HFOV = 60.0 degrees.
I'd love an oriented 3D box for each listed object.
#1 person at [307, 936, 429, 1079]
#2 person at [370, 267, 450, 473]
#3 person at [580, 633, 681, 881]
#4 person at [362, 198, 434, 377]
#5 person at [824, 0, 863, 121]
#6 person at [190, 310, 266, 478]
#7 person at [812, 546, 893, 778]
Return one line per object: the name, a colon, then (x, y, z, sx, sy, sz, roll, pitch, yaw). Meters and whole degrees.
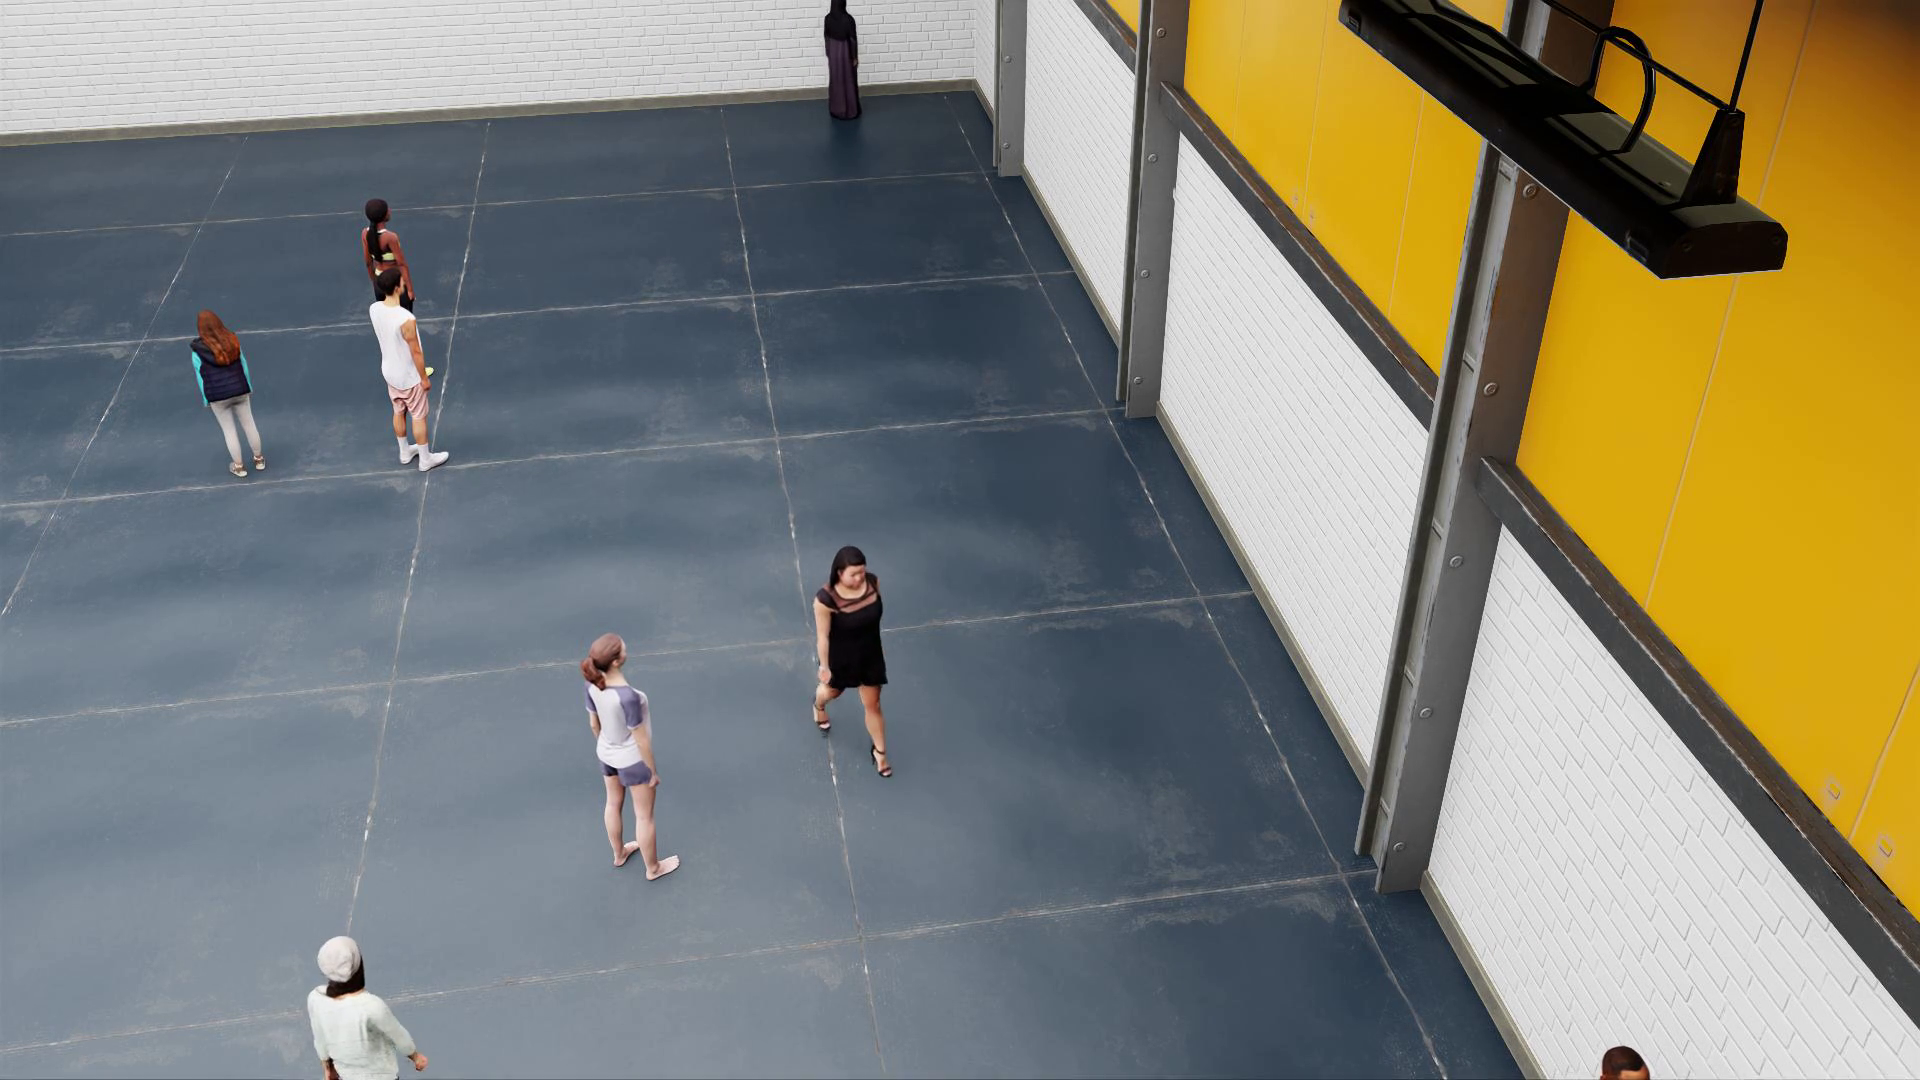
person: (-2.906, 2.615, 8.025, 0.771, 1.628, 0.867, 13, 36, 18)
person: (-4.680, -1.420, 13.956, 0.715, 1.782, 0.768, 20, 38, 27)
person: (-2.001, 1.286, 9.899, 0.683, 1.767, 0.738, 20, 38, 27)
person: (-5.238, -2.297, 15.302, 0.643, 1.753, 0.656, 11, 35, 16)
person: (-1.528, -6.231, 21.348, 0.700, 1.611, 0.738, 13, 36, 18)
person: (-6.135, -1.237, 13.937, 0.676, 1.500, 0.714, -24, 41, -32)
person: (-0.766, 0.726, 10.823, 0.965, 1.676, 1.174, -21, 39, -28)
